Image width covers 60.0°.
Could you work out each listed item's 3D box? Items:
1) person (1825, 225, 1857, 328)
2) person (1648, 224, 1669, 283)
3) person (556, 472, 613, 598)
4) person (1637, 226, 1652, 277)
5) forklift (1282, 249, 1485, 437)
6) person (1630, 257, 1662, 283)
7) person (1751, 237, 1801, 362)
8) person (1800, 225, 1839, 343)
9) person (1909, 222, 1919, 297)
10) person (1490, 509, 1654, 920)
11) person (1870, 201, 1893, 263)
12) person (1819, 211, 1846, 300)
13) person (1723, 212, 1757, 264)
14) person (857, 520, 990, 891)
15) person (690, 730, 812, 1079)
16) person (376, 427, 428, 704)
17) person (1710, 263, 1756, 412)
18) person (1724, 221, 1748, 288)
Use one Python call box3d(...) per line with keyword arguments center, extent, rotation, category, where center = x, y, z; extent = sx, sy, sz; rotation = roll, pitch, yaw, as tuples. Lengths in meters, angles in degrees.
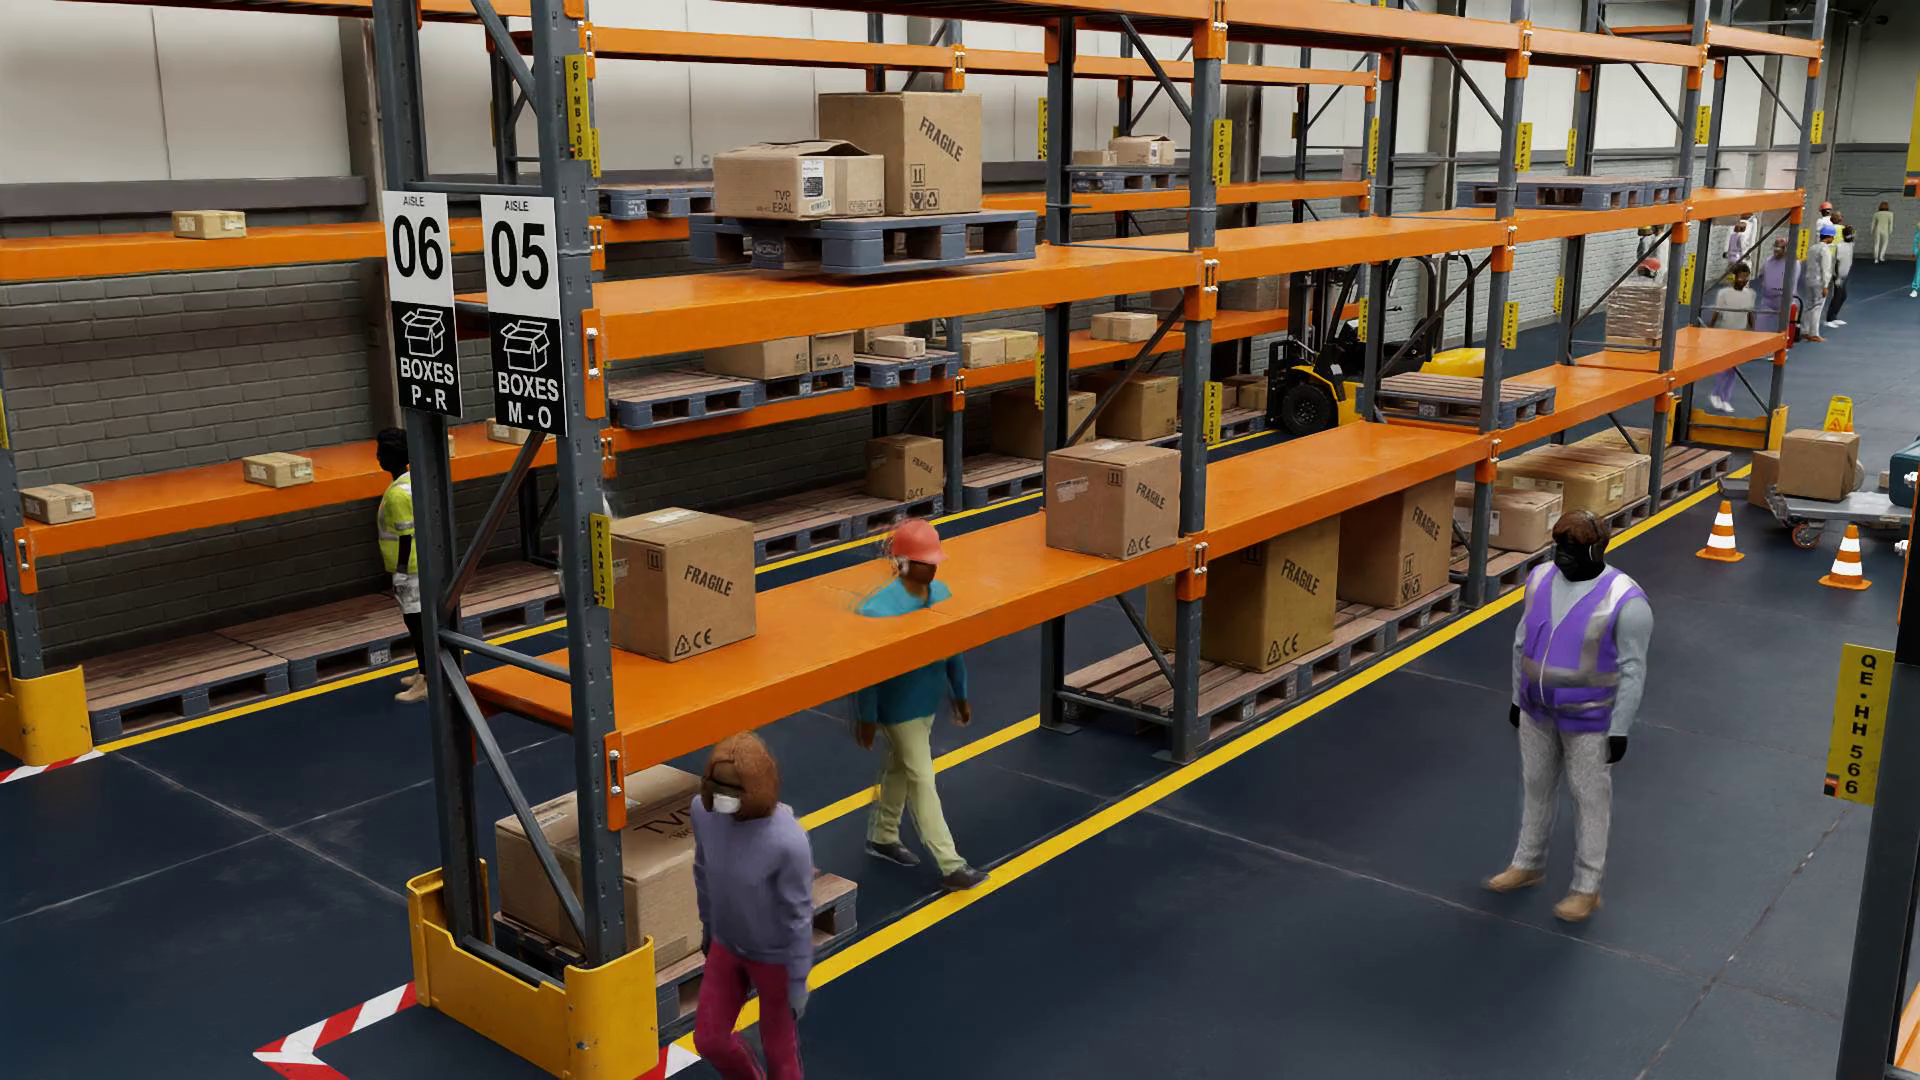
box3d(center=(15.696, -4.693, 29.612), extent=(0.590, 1.829, 0.458), rotation=(-10, 17, -36), category="person")
box3d(center=(12.410, -4.755, 29.644), extent=(0.355, 1.936, 0.633), rotation=(8, 16, 28), category="person")
box3d(center=(-2.238, 0.262, 9.868), extent=(0.350, 1.618, 0.528), rotation=(-11, 18, -38), category="person")
box3d(center=(13.251, -5.313, 32.317), extent=(0.321, 1.740, 0.491), rotation=(7, 15, 26), category="person")
box3d(center=(4.886, -2.214, 18.767), extent=(2.313, 2.155, 1.214), rotation=(11, 18, 38), category="forklift")
box3d(center=(9.531, -3.099, 23.326), extent=(0.578, 1.726, 0.570), rotation=(-9, 16, -31), category="person")
box3d(center=(12.225, -3.604, 25.080), extent=(0.905, 1.868, 0.679), rotation=(-6, 15, -25), category="person")
box3d(center=(14.240, -4.241, 27.554), extent=(0.406, 1.939, 0.615), rotation=(1, 14, 4), category="person")
box3d(center=(20.433, -6.077, 35.074), extent=(0.590, 1.914, 0.394), rotation=(8, 16, 30), category="person")
box3d(center=(2.695, 0.762, 7.379), extent=(0.429, 1.841, 0.633), rotation=(-9, 16, -32), category="person")
box3d(center=(24.501, -8.185, 44.231), extent=(0.533, 1.619, 0.410), rotation=(10, 17, 35), category="person")
box3d(center=(17.832, -5.786, 34.026), extent=(0.567, 1.846, 0.389), rotation=(5, 15, 21), category="person")
box3d(center=(16.669, -6.158, 35.540), extent=(0.655, 1.854, 0.461), rotation=(0, 14, 0), category="person")
box3d(center=(-0.128, 0.756, 7.644), extent=(0.840, 1.711, 0.591), rotation=(10, 17, 35), category="person")
box3d(center=(-0.677, 1.360, 5.413), extent=(0.511, 1.607, 0.384), rotation=(8, 16, 30), category="person")
box3d(center=(-3.376, 0.150, 10.165), extent=(0.317, 1.695, 0.540), rotation=(-2, 14, -9), category="person")
box3d(center=(9.601, -2.504, 20.658), extent=(0.554, 1.847, 0.375), rotation=(-2, 14, -10), category="person")
box3d(center=(15.944, -5.714, 34.162), extent=(0.310, 1.638, 0.522), rotation=(-2, 14, -7), category="person")
